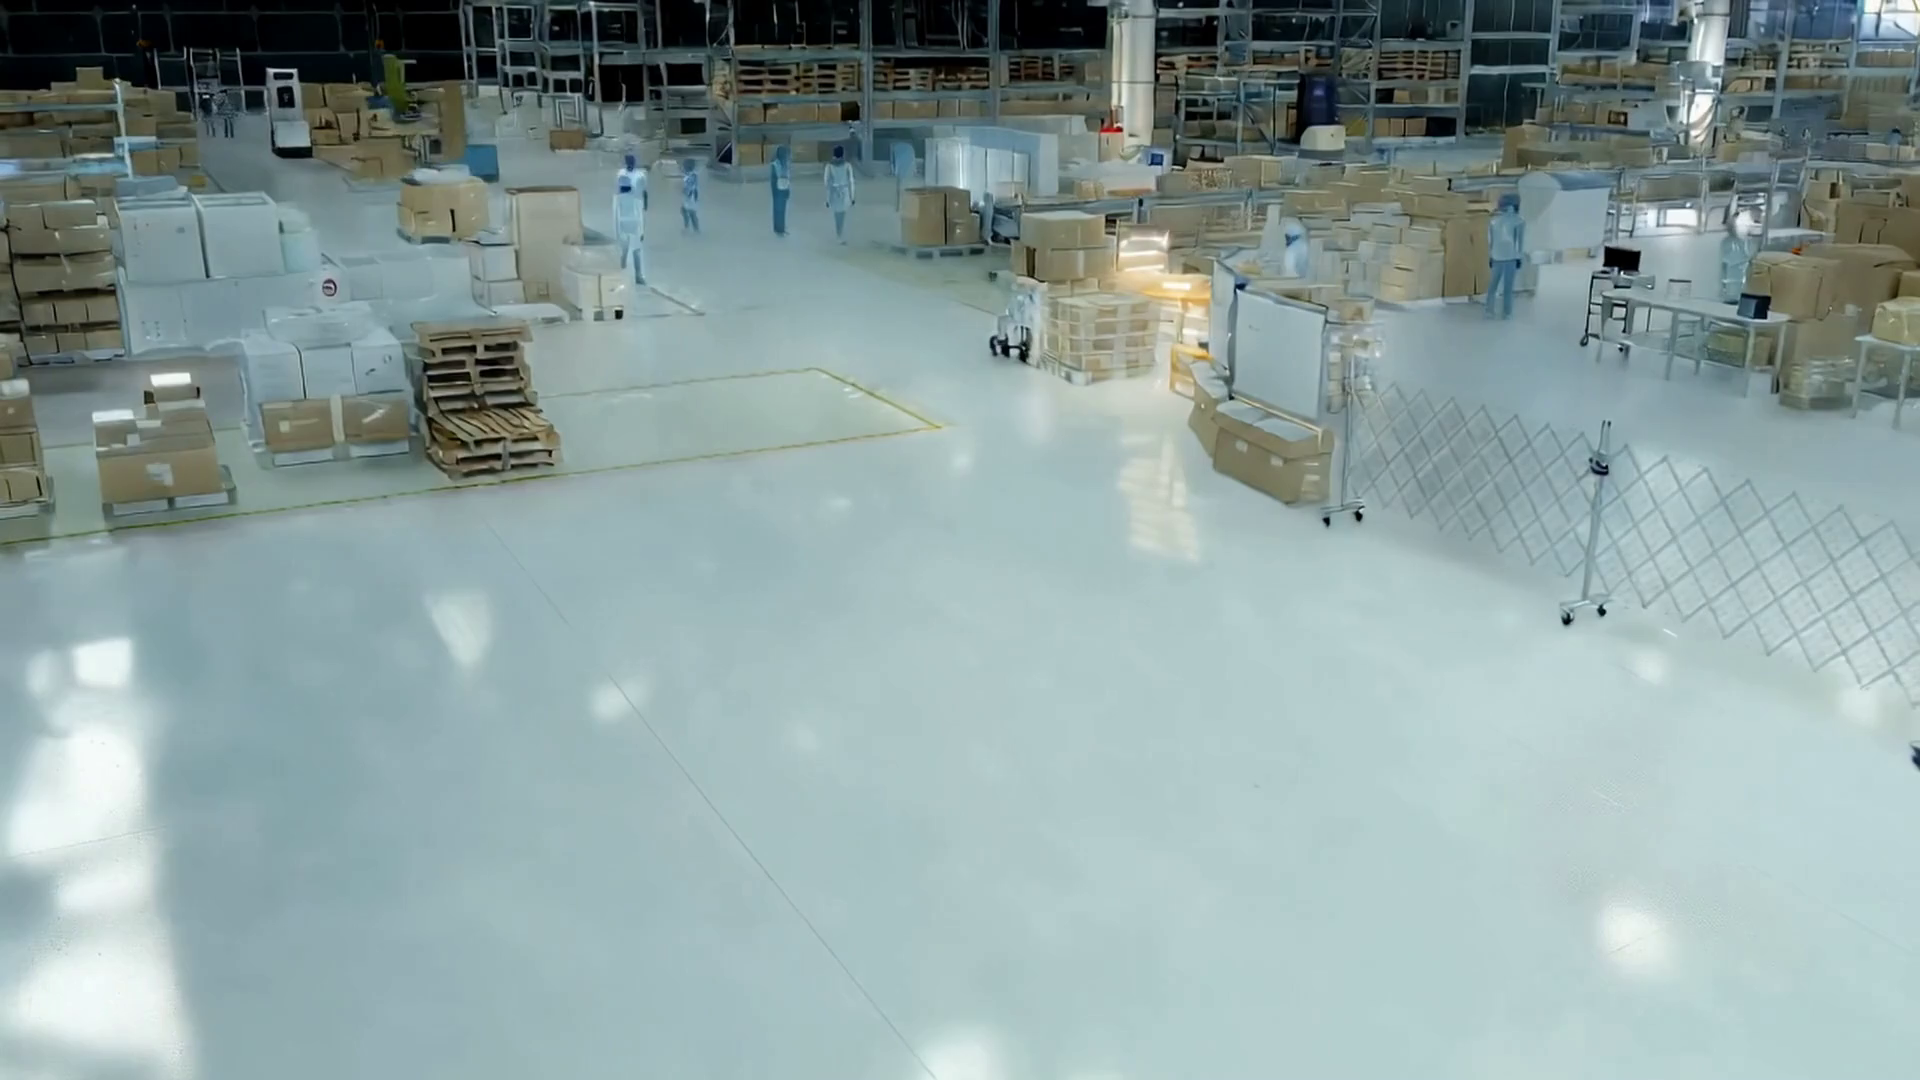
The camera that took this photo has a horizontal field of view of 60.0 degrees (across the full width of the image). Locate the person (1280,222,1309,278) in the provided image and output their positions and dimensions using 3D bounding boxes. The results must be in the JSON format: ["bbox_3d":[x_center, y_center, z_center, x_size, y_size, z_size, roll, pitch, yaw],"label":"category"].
[{"bbox_3d":[4.898,-3.711,24.161,0.841,1.804,0.586,14,23,38],"label":"person"}]

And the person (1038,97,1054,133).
[{"bbox_3d":[2.883,-13.429,54.176,0.886,1.956,0.641,-7,19,-19],"label":"person"}]

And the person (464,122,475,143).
[{"bbox_3d":[-14.121,-11.113,47.055,0.666,1.896,0.933,3,18,8],"label":"person"}]

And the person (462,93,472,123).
[{"bbox_3d":[-18.755,-16.134,63.143,0.544,1.620,0.394,7,19,20],"label":"person"}]

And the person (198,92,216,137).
[{"bbox_3d":[-28.594,-16.175,63.181,0.547,1.685,0.448,-16,24,-40],"label":"person"}]

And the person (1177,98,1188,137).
[{"bbox_3d":[8.267,-15.766,61.994,0.497,1.633,0.285,-10,20,-28],"label":"person"}]

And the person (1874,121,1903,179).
[{"bbox_3d":[25.237,-10.457,45.187,0.615,1.802,0.855,-14,23,-37],"label":"person"}]

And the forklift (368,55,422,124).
[{"bbox_3d":[-23.849,-18.946,69.900,1.873,2.768,1.129,0,18,-1],"label":"forklift"}]

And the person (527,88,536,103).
[{"bbox_3d":[-17.164,-17.274,66.679,0.875,1.629,0.589,-11,21,-30],"label":"person"}]

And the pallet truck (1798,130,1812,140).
[{"bbox_3d":[25.526,-11.556,49.408,1.630,1.274,0.653,-9,20,-26],"label":"pallet truck"}]

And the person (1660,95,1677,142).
[{"bbox_3d":[25.820,-15.332,60.497,0.894,1.724,0.526,-9,20,-25],"label":"person"}]

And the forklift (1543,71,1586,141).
[{"bbox_3d":[18.685,-13.231,52.085,1.873,2.768,1.129,-9,20,-26],"label":"forklift"}]

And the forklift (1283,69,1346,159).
[{"bbox_3d":[11.615,-13.871,54.079,1.129,2.768,1.873,-9,20,-27],"label":"forklift"}]

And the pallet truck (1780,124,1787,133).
[{"bbox_3d":[25.206,-12.542,52.601,1.601,1.201,0.680,0,18,-2],"label":"pallet truck"}]

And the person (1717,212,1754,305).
[{"bbox_3d":[11.317,-3.826,24.299,0.542,1.928,0.374,-10,20,-28],"label":"person"}]

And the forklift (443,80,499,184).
[{"bbox_3d":[-13.879,-11.261,45.940,1.873,2.768,1.129,-9,20,-26],"label":"forklift"}]

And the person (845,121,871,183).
[{"bbox_3d":[-2.938,-10.793,46.344,0.803,1.731,0.534,-5,18,-15],"label":"person"}]

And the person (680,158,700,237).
[{"bbox_3d":[-5.826,-7.330,35.611,0.484,1.676,0.559,-10,20,-29],"label":"person"}]

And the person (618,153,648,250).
[{"bbox_3d":[-6.613,-6.828,33.605,0.632,1.954,0.419,2,18,5],"label":"person"}]

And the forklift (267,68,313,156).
[{"bbox_3d":[-22.327,-14.239,55.224,1.129,2.768,1.873,-9,20,-26],"label":"forklift"}]

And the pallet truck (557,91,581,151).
[{"bbox_3d":[-13.495,-14.412,57.188,0.823,1.965,1.885,-3,18,-9],"label":"pallet truck"}]

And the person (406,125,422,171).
[{"bbox_3d":[-15.276,-10.760,46.413,0.525,1.618,0.640,11,21,31],"label":"person"}]

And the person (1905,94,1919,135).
[{"bbox_3d":[32.523,-14.241,56.807,0.399,1.905,0.642,-1,18,-4],"label":"person"}]

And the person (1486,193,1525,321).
[{"bbox_3d":[8.575,-4.447,26.141,0.391,1.986,0.608,-16,24,-41],"label":"person"}]

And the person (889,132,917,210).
[{"bbox_3d":[-1.365,-9.042,40.697,0.651,1.838,1.051,7,19,20],"label":"person"}]

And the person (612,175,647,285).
[{"bbox_3d":[-5.844,-5.479,29.435,0.545,1.939,0.354,4,18,12],"label":"person"}]

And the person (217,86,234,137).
[{"bbox_3d":[-27.684,-16.157,62.776,0.541,1.919,0.680,-11,21,-30],"label":"person"}]

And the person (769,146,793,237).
[{"bbox_3d":[-3.867,-7.500,35.766,0.386,1.918,0.595,8,19,24],"label":"person"}]

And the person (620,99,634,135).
[{"bbox_3d":[-10.700,-13.261,53.742,0.637,1.914,0.834,16,24,40],"label":"person"}]

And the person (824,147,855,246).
[{"bbox_3d":[-2.524,-7.201,34.741,0.607,1.990,1.086,-5,18,-16],"label":"person"}]
